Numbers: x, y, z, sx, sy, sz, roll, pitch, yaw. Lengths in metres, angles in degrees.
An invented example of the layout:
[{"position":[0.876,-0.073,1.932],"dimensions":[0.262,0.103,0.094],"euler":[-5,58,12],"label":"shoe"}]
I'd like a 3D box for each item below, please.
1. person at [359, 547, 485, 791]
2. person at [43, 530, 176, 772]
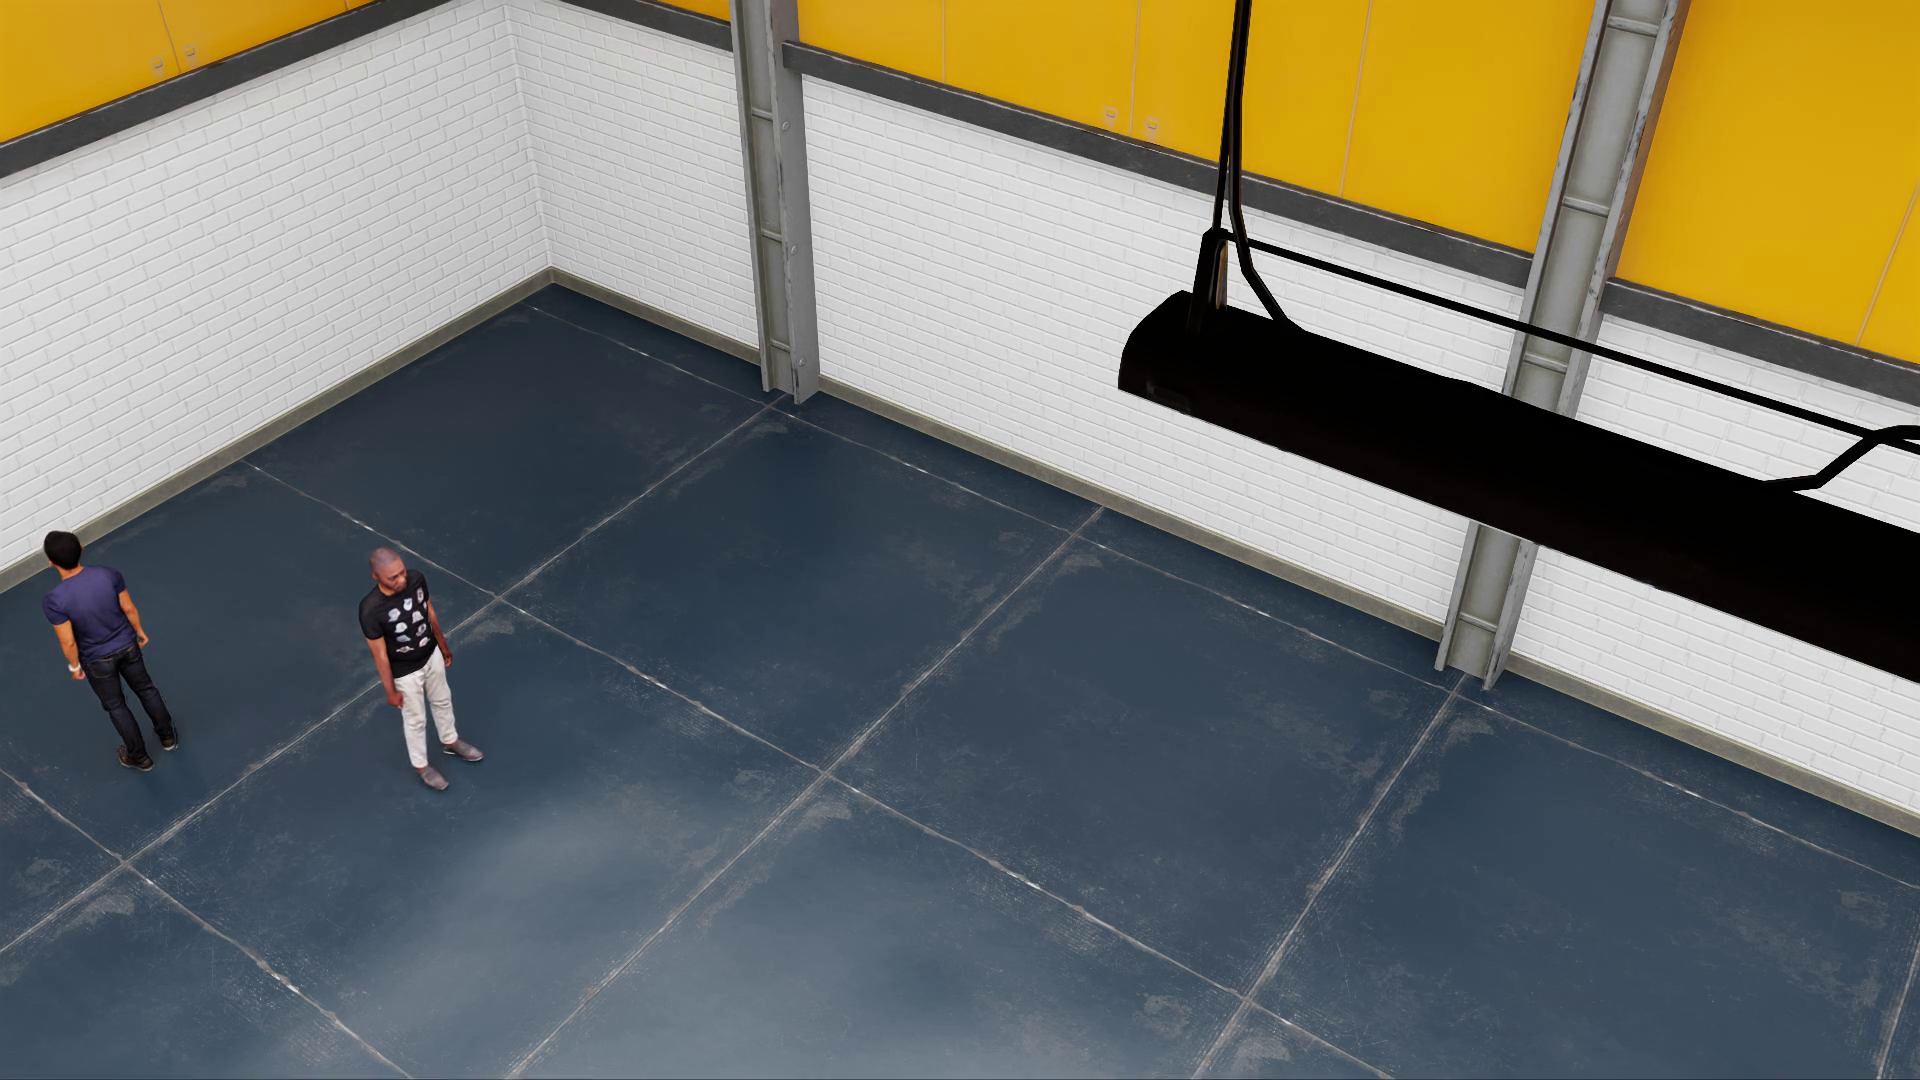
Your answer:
[{"position":[-3.334,0.740,10.104],"dimensions":[0.635,1.802,0.678],"euler":[19,42,22],"label":"person"},{"position":[-5.220,0.671,10.196],"dimensions":[0.563,1.795,0.652],"euler":[26,45,28],"label":"person"}]
